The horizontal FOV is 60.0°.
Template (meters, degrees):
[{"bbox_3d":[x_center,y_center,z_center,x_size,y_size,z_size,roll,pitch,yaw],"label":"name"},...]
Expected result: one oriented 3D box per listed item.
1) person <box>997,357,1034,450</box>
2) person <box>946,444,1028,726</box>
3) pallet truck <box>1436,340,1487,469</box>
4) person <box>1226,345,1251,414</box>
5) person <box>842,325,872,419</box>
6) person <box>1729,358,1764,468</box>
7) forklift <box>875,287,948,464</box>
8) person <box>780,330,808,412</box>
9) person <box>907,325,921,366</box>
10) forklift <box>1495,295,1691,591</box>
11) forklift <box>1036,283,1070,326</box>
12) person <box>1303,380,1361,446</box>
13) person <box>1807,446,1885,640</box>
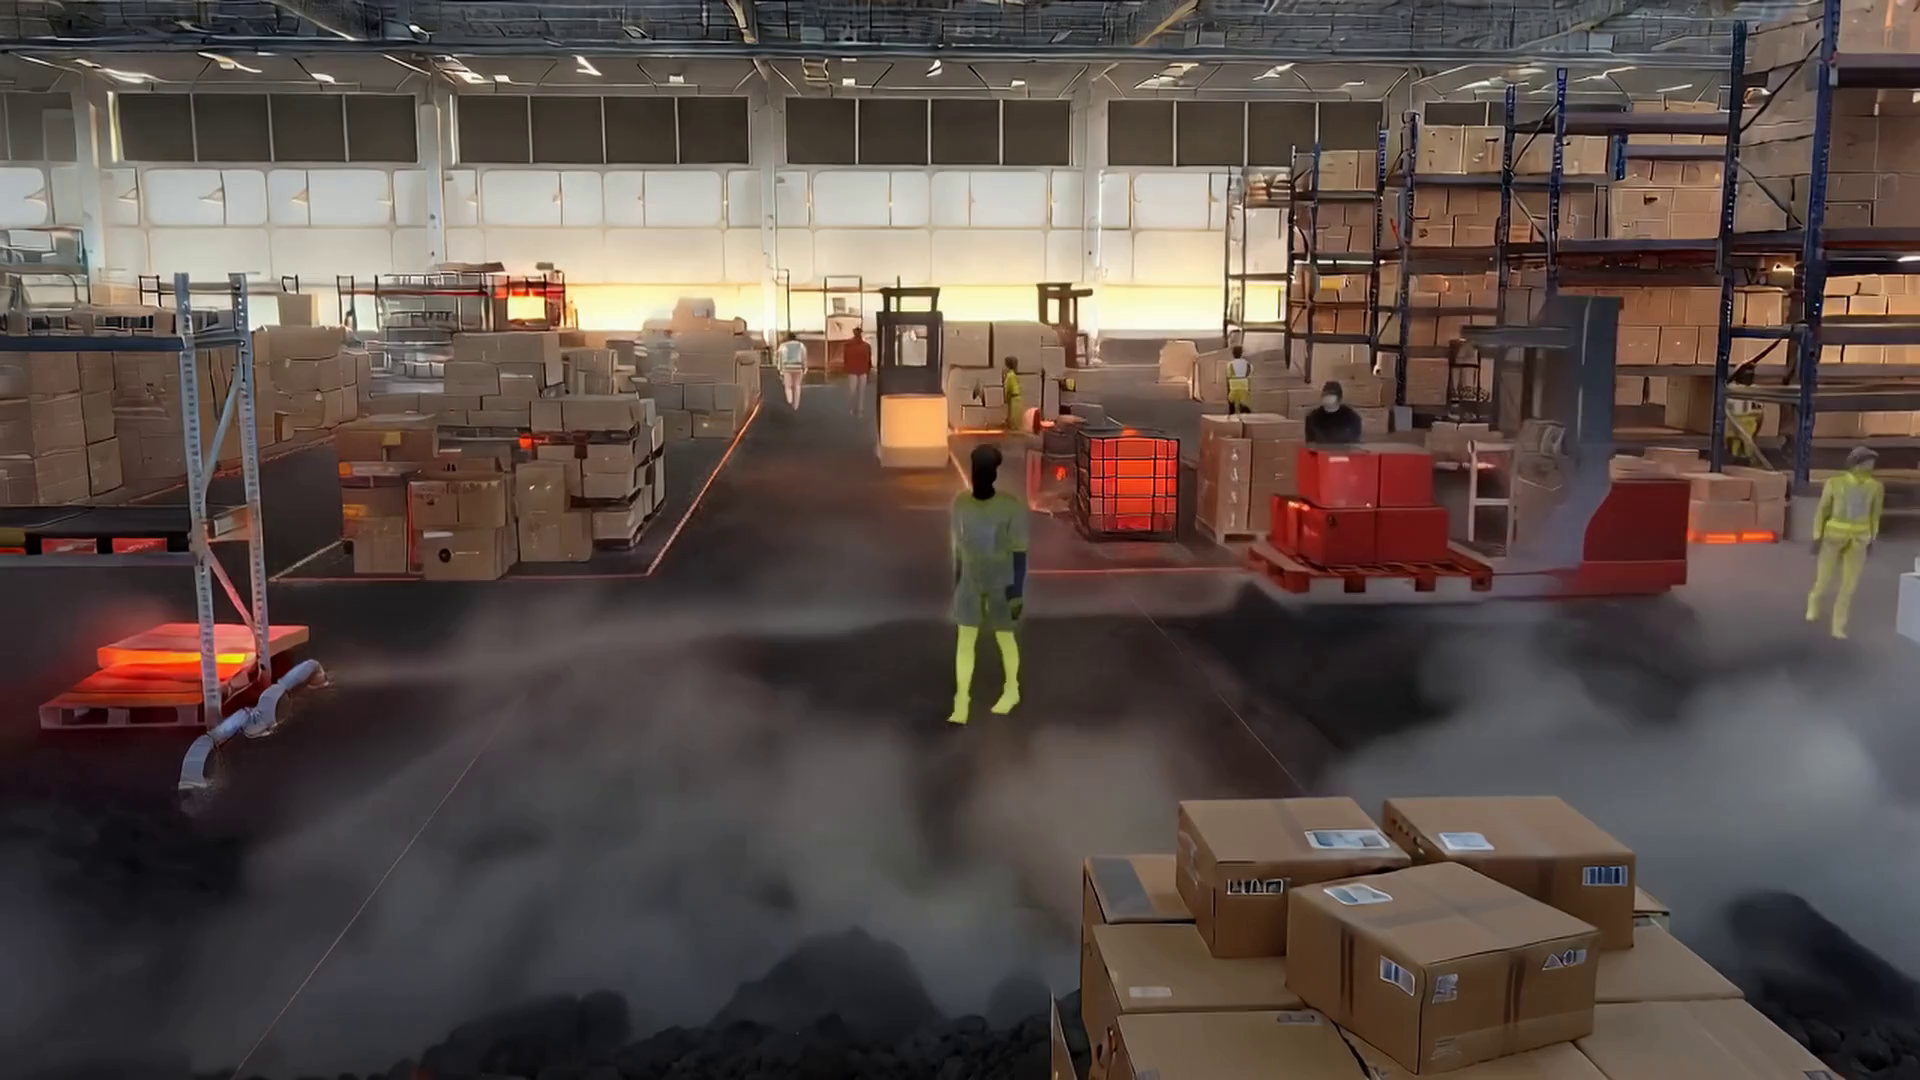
[{"bbox_3d":[0.961,-2.366,28.907,0.545,1.654,0.541,1,9,4],"label":"person"},{"bbox_3d":[0.173,0.298,11.161,0.635,1.908,0.941,5,10,26],"label":"person"},{"bbox_3d":[8.004,-2.170,26.422,0.823,1.965,1.885,2,9,14],"label":"pallet truck"},{"bbox_3d":[5.413,-2.940,32.250,0.535,1.677,0.717,-1,9,-9],"label":"person"},{"bbox_3d":[-2.146,-3.510,34.881,0.613,1.980,0.425,-3,9,-16],"label":"person"},{"bbox_3d":[10.296,-1.419,21.890,0.375,1.935,0.551,-1,9,-8],"label":"person"},{"bbox_3d":[-0.791,-2.696,26.959,1.129,2.768,1.873,-1,9,-5],"label":"forklift"},{"bbox_3d":[-3.672,-3.723,36.711,0.629,1.828,0.450,-2,9,-10],"label":"person"},{"bbox_3d":[-1.232,-4.848,43.464,0.502,1.920,0.560,-1,9,-5],"label":"person"},{"bbox_3d":[6.005,-0.971,16.128,1.873,2.768,1.129,-1,9,-4],"label":"forklift"},{"bbox_3d":[2.450,-5.458,44.301,1.129,2.768,1.873,-7,11,-38],"label":"forklift"},{"bbox_3d":[4.020,-0.776,17.940,0.645,1.923,0.788,6,11,32],"label":"person"},{"bbox_3d":[7.407,0.002,13.948,0.539,1.612,0.558,2,9,12],"label":"person"}]
